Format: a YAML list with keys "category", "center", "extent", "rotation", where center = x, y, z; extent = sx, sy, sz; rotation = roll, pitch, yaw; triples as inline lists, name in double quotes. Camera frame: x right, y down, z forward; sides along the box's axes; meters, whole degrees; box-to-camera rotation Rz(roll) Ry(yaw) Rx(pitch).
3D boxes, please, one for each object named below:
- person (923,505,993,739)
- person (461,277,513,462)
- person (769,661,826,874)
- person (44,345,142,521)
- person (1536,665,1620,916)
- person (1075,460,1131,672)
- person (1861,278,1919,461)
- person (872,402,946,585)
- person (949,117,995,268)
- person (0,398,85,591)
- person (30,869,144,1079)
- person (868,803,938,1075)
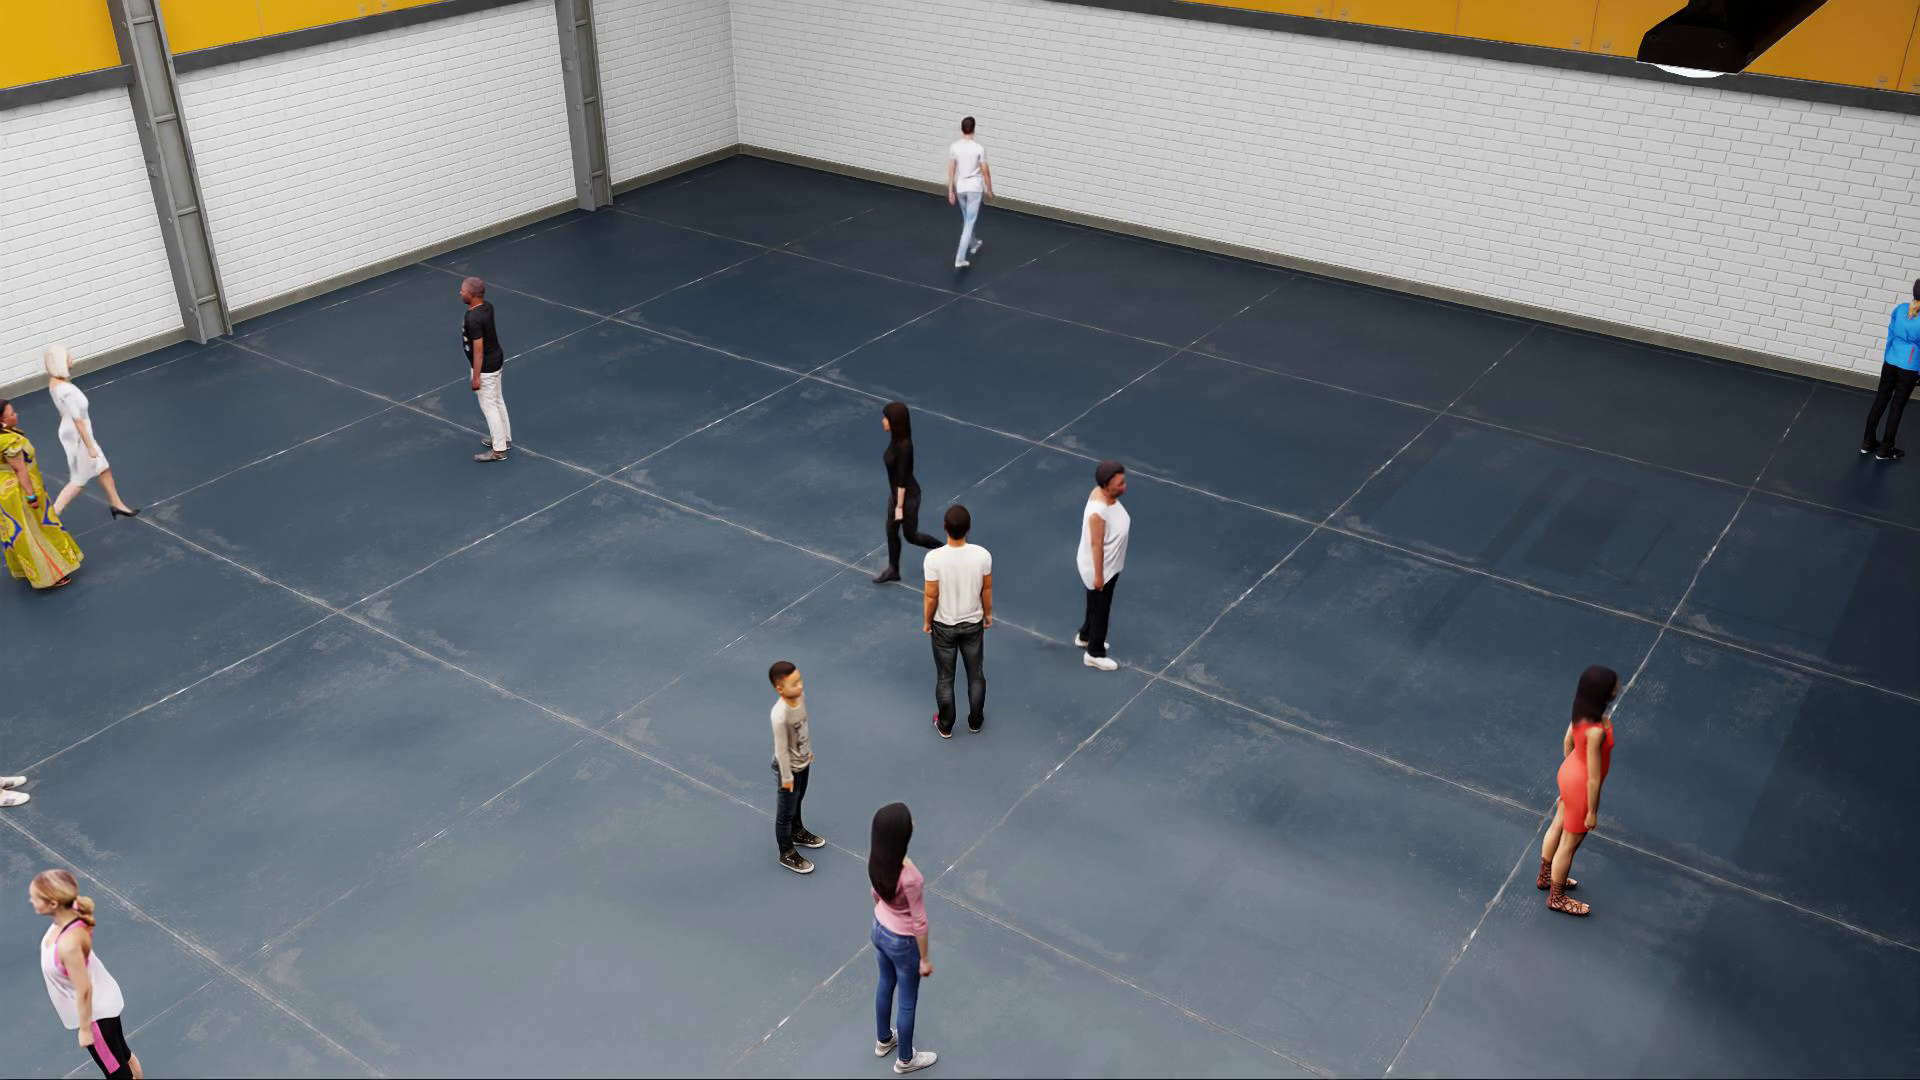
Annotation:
- category: "person"
  center: [-0.020, 0.572, 11.738]
  extent: [0.700, 1.803, 0.771]
  rotation: [-6, 29, -11]
- category: "person"
  center: [-4.494, -1.636, 15.784]
  extent: [0.819, 1.805, 0.730]
  rotation: [0, 29, 0]
- category: "person"
  center: [-1.072, 1.408, 10.559]
  extent: [0.671, 1.465, 0.550]
  rotation: [7, 29, 13]
- category: "person"
  center: [-7.722, -0.825, 14.387]
  extent: [1.136, 1.720, 0.799]
  rotation: [-20, 34, -32]
- category: "person"
  center: [3.766, 1.503, 10.119]
  extent: [0.733, 1.719, 0.629]
  rotation: [1, 29, 2]
- category: "person"
  center: [1.075, 0.153, 12.612]
  extent: [0.815, 1.702, 0.693]
  rotation: [5, 29, 10]
- category: "person"
  center: [8.938, -1.631, 15.786]
  extent: [0.703, 1.795, 0.693]
  rotation: [-11, 30, -19]
- category: "person"
  center: [-0.374, -0.362, 13.643]
  extent: [1.053, 1.619, 0.923]
  rotation: [-9, 30, -16]
- category: "person"
  center: [0.087, -4.257, 20.590]
  extent: [0.744, 1.805, 1.235]
  rotation: [14, 32, 24]
- category: "person"
  center: [-7.722, -0.394, 13.661]
  extent: [0.896, 1.659, 0.827]
  rotation: [25, 37, 38]
- category: "person"
  center: [-4.380, 2.378, 8.443]
  extent: [0.691, 1.788, 0.684]
  rotation: [-12, 31, -21]
- category: "person"
  center: [-0.336, 2.128, 8.950]
  extent: [0.605, 1.742, 0.638]
  rotation: [-20, 34, -32]
